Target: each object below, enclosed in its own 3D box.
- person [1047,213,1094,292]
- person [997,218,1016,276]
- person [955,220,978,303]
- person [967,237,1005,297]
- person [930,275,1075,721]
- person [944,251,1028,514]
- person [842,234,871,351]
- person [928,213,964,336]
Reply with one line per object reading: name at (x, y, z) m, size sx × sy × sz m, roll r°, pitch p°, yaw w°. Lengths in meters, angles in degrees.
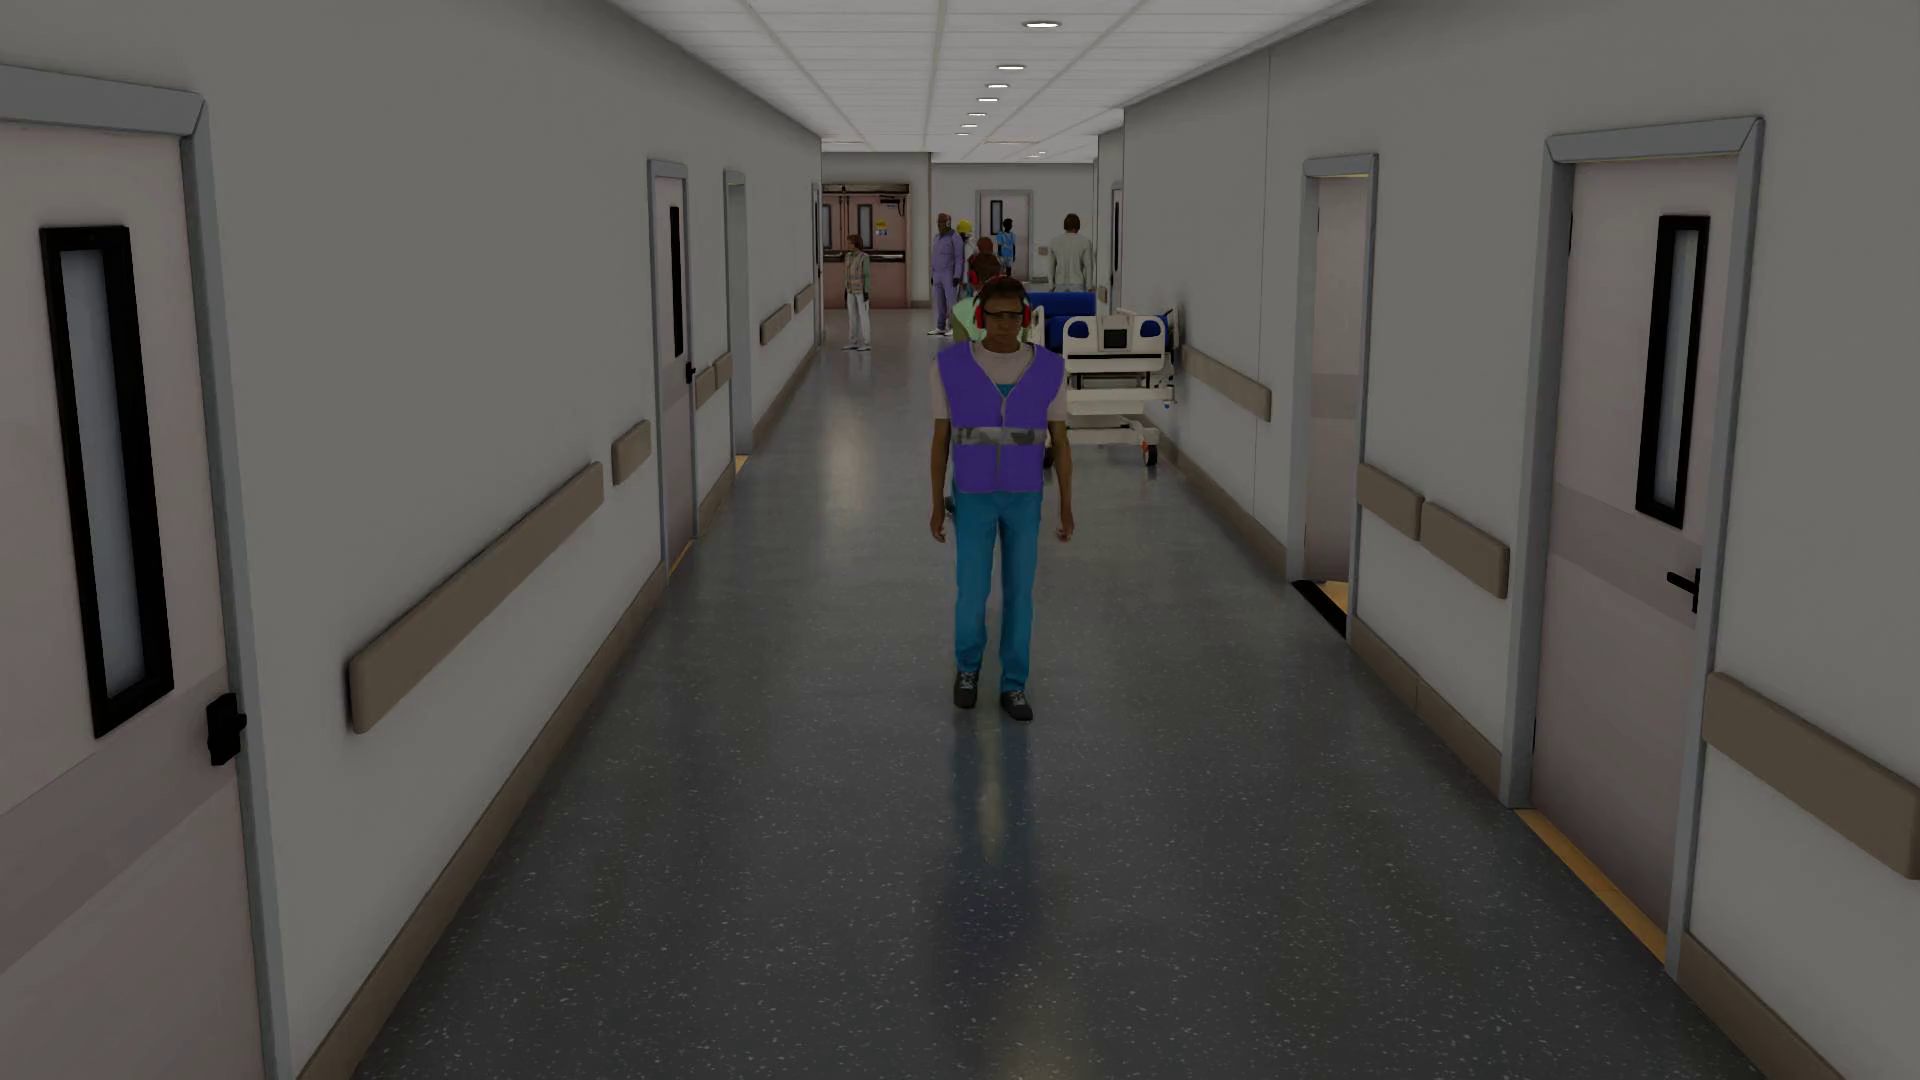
person at (1.488, -3.414, 22.384) m, size 0.635 × 1.936 × 0.354 m, roll 5°, pitch 12°, yaw 21°
person at (1.058, -6.518, 38.137) m, size 0.546 × 1.690 × 0.324 m, roll -9°, pitch 15°, yaw -37°
person at (0.091, -4.134, 26.200) m, size 0.483 × 1.803 × 0.632 m, roll 1°, pitch 12°, yaw 2°
person at (0.348, -3.216, 22.178) m, size 0.513 × 1.633 × 0.317 m, roll -2°, pitch 12°, yaw -9°
person at (0.170, -0.166, 6.839) m, size 0.582 × 1.829 × 0.450 m, roll -2°, pitch 12°, yaw -11°
person at (0.206, -0.990, 10.942) m, size 0.587 × 1.795 × 0.986 m, roll -5°, pitch 12°, yaw -21°
person at (-1.453, -3.489, 23.489) m, size 0.313 × 1.636 × 0.517 m, roll -10°, pitch 16°, yaw -42°
person at (-0.245, -4.152, 26.053) m, size 0.408 × 1.906 × 0.653 m, roll -10°, pitch 15°, yaw -40°
